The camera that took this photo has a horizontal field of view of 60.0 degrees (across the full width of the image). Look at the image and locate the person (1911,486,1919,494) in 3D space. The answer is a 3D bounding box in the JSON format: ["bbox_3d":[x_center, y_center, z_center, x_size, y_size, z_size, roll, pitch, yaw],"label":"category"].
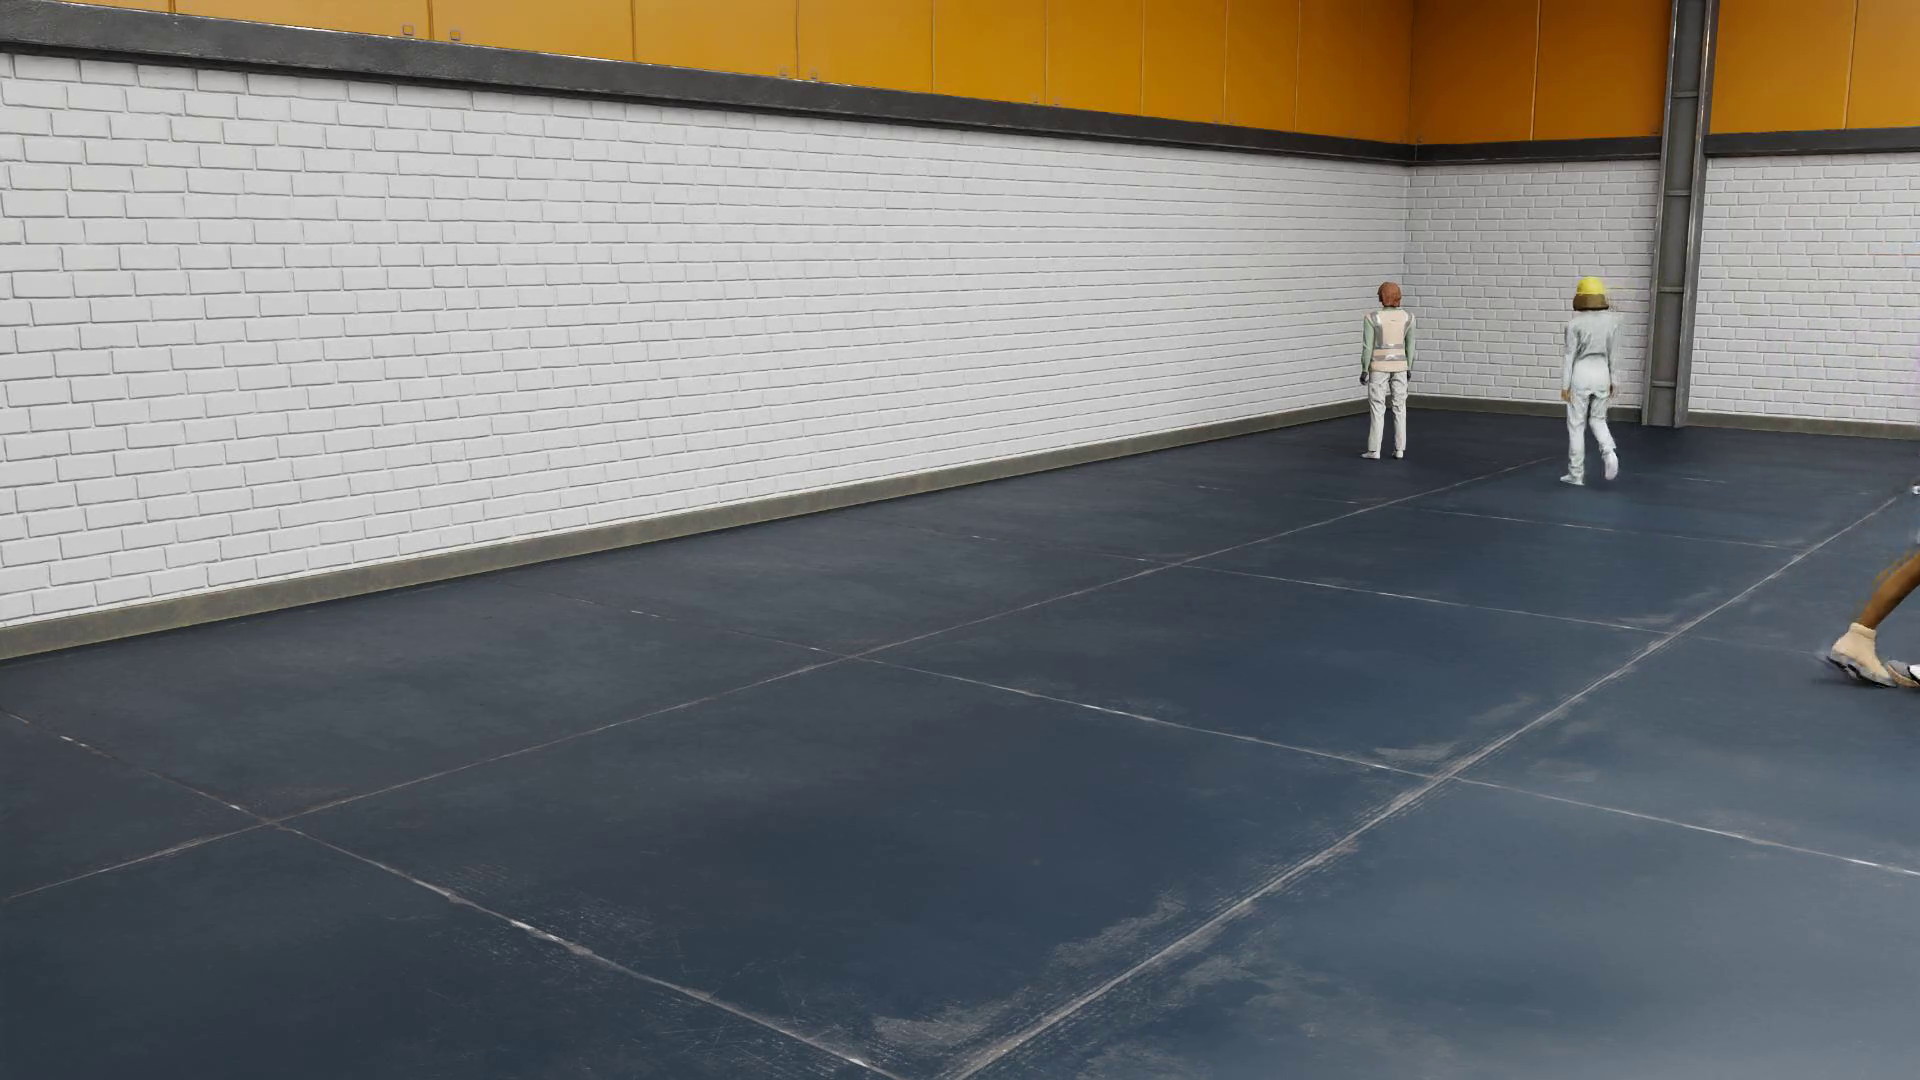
[{"bbox_3d":[7.663,-1.238,12.883,0.617,1.892,0.736,-8,13,-36],"label":"person"}]

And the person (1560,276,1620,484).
[{"bbox_3d":[5.183,-1.296,13.653,0.504,1.726,0.503,-2,10,-9],"label":"person"}]

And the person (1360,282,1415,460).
[{"bbox_3d":[3.936,-1.548,15.319,0.511,1.640,0.308,-2,10,-10],"label":"person"}]

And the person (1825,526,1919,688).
[{"bbox_3d":[4.516,-0.283,7.472,1.108,1.964,0.621,0,10,0],"label":"person"}]

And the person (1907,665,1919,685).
[{"bbox_3d":[4.639,-0.151,7.011,1.004,1.835,0.671,4,11,23],"label":"person"}]

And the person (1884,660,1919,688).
[{"bbox_3d":[4.493,-0.131,6.990,0.590,1.827,1.001,-9,14,-42],"label":"person"}]
